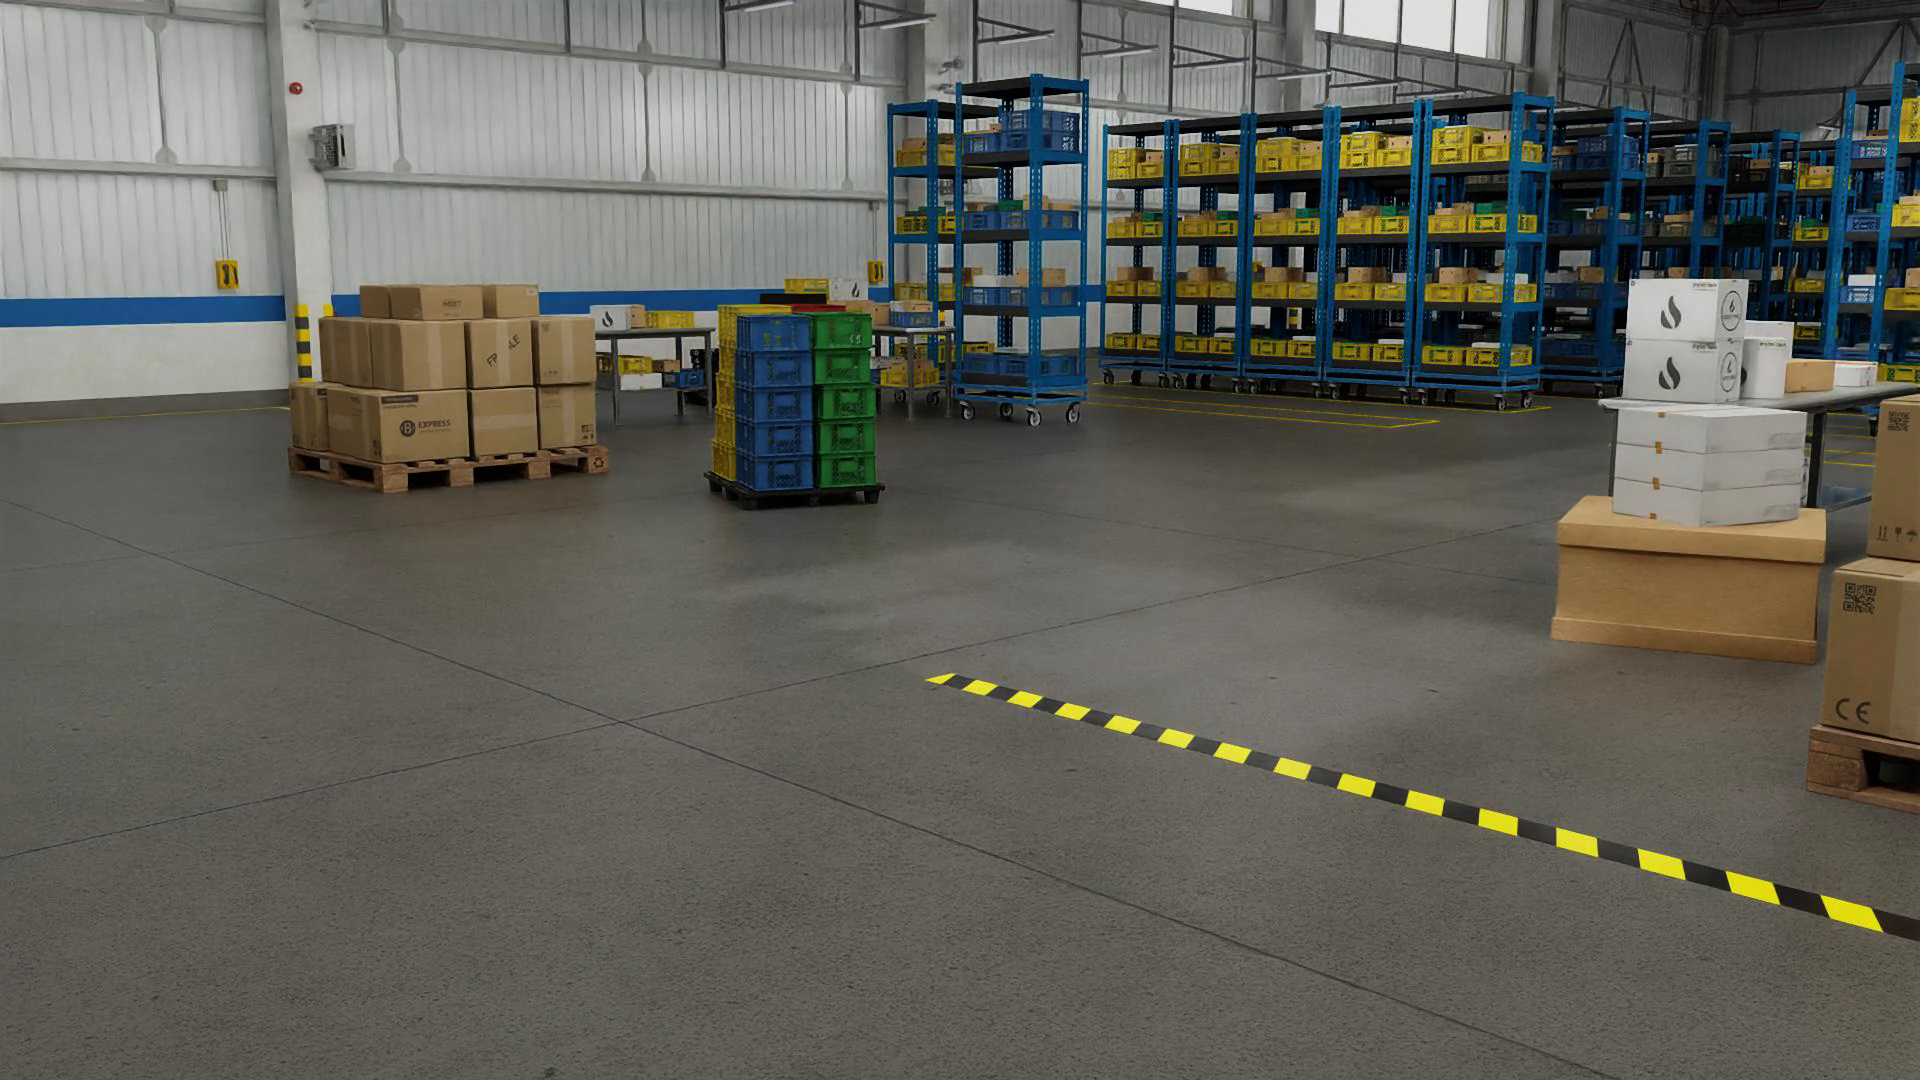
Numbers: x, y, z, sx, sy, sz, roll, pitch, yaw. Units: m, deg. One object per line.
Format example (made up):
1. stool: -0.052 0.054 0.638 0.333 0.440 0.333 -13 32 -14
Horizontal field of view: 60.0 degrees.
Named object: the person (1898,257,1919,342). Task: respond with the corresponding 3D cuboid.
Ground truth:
1. person: 14.019 -3.235 24.310 0.902 1.805 0.572 -7 12 -36
